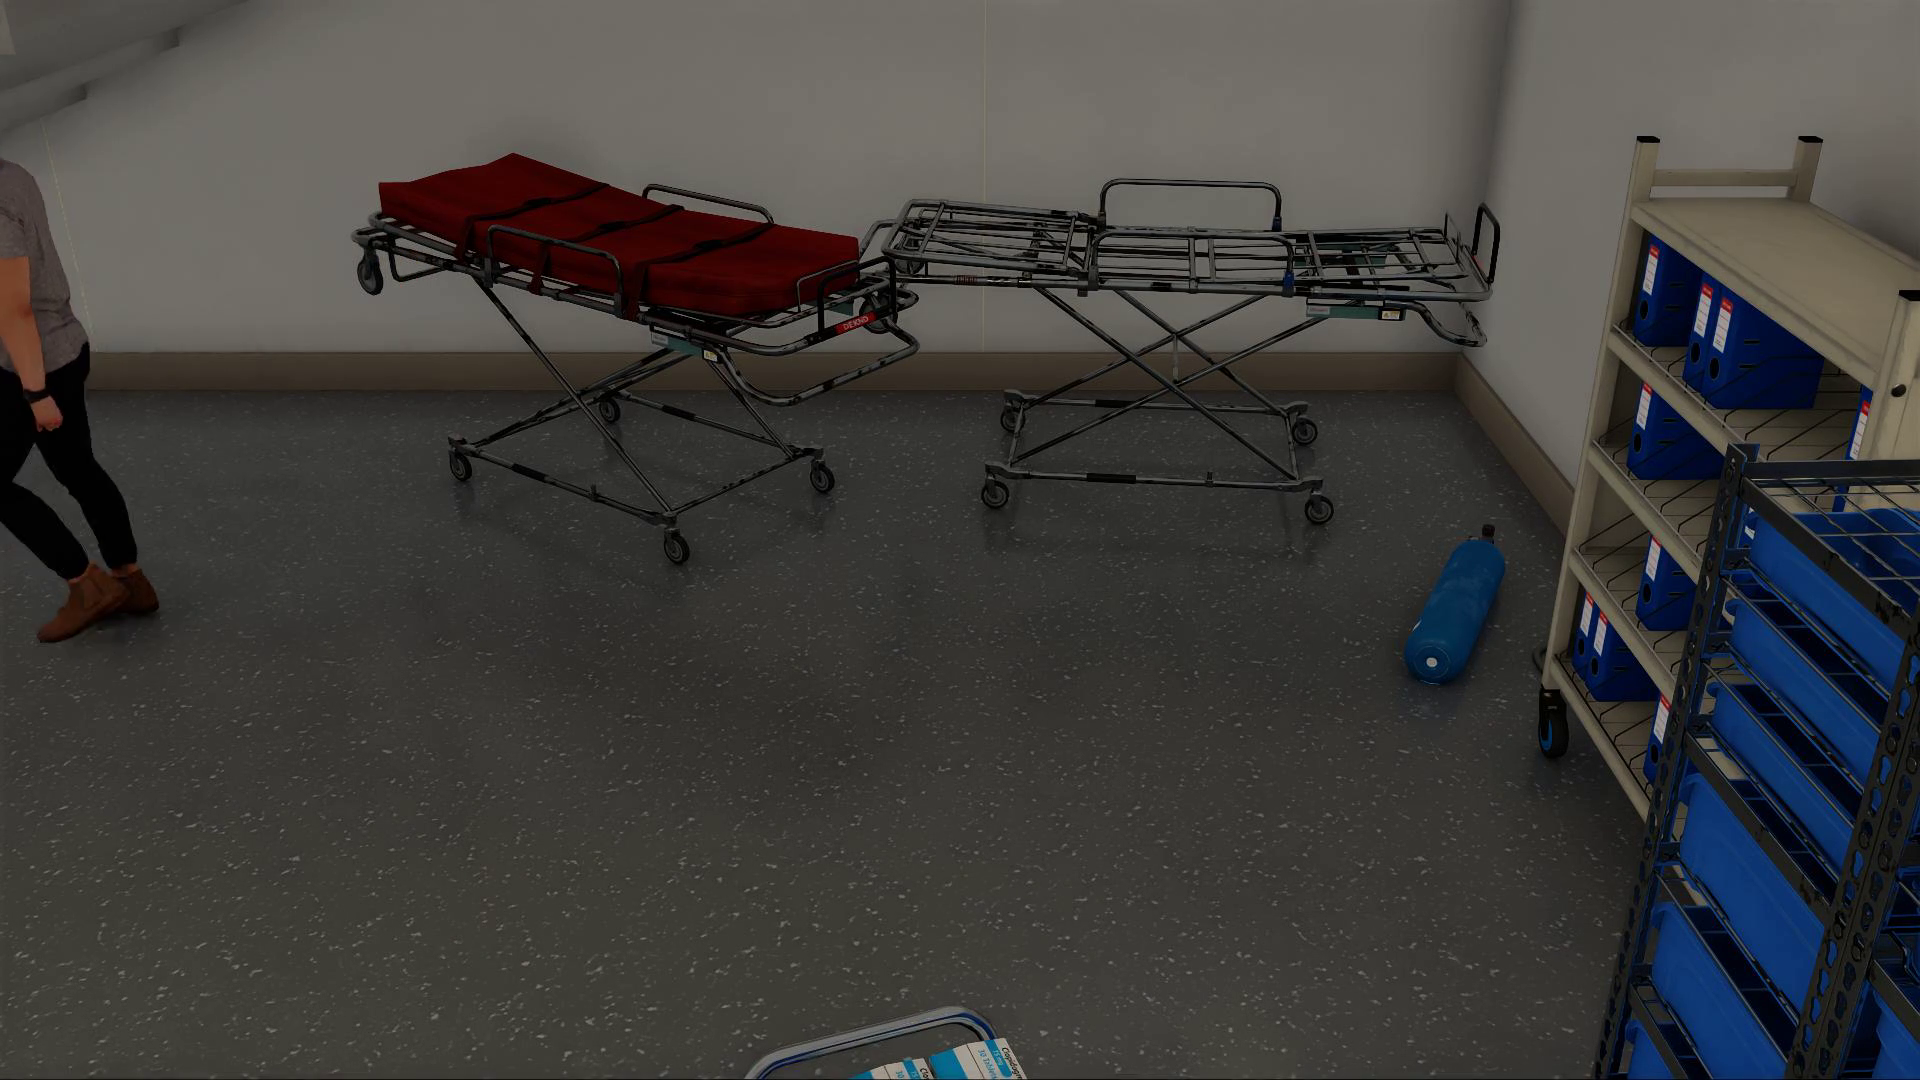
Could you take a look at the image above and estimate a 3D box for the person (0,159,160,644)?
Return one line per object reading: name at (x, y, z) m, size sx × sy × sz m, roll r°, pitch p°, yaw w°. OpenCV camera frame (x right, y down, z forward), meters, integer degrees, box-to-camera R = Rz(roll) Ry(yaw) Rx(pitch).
person at (-2.570, -0.512, 4.772) m, size 0.674 × 1.703 × 0.674 m, roll -5°, pitch 26°, yaw -10°
